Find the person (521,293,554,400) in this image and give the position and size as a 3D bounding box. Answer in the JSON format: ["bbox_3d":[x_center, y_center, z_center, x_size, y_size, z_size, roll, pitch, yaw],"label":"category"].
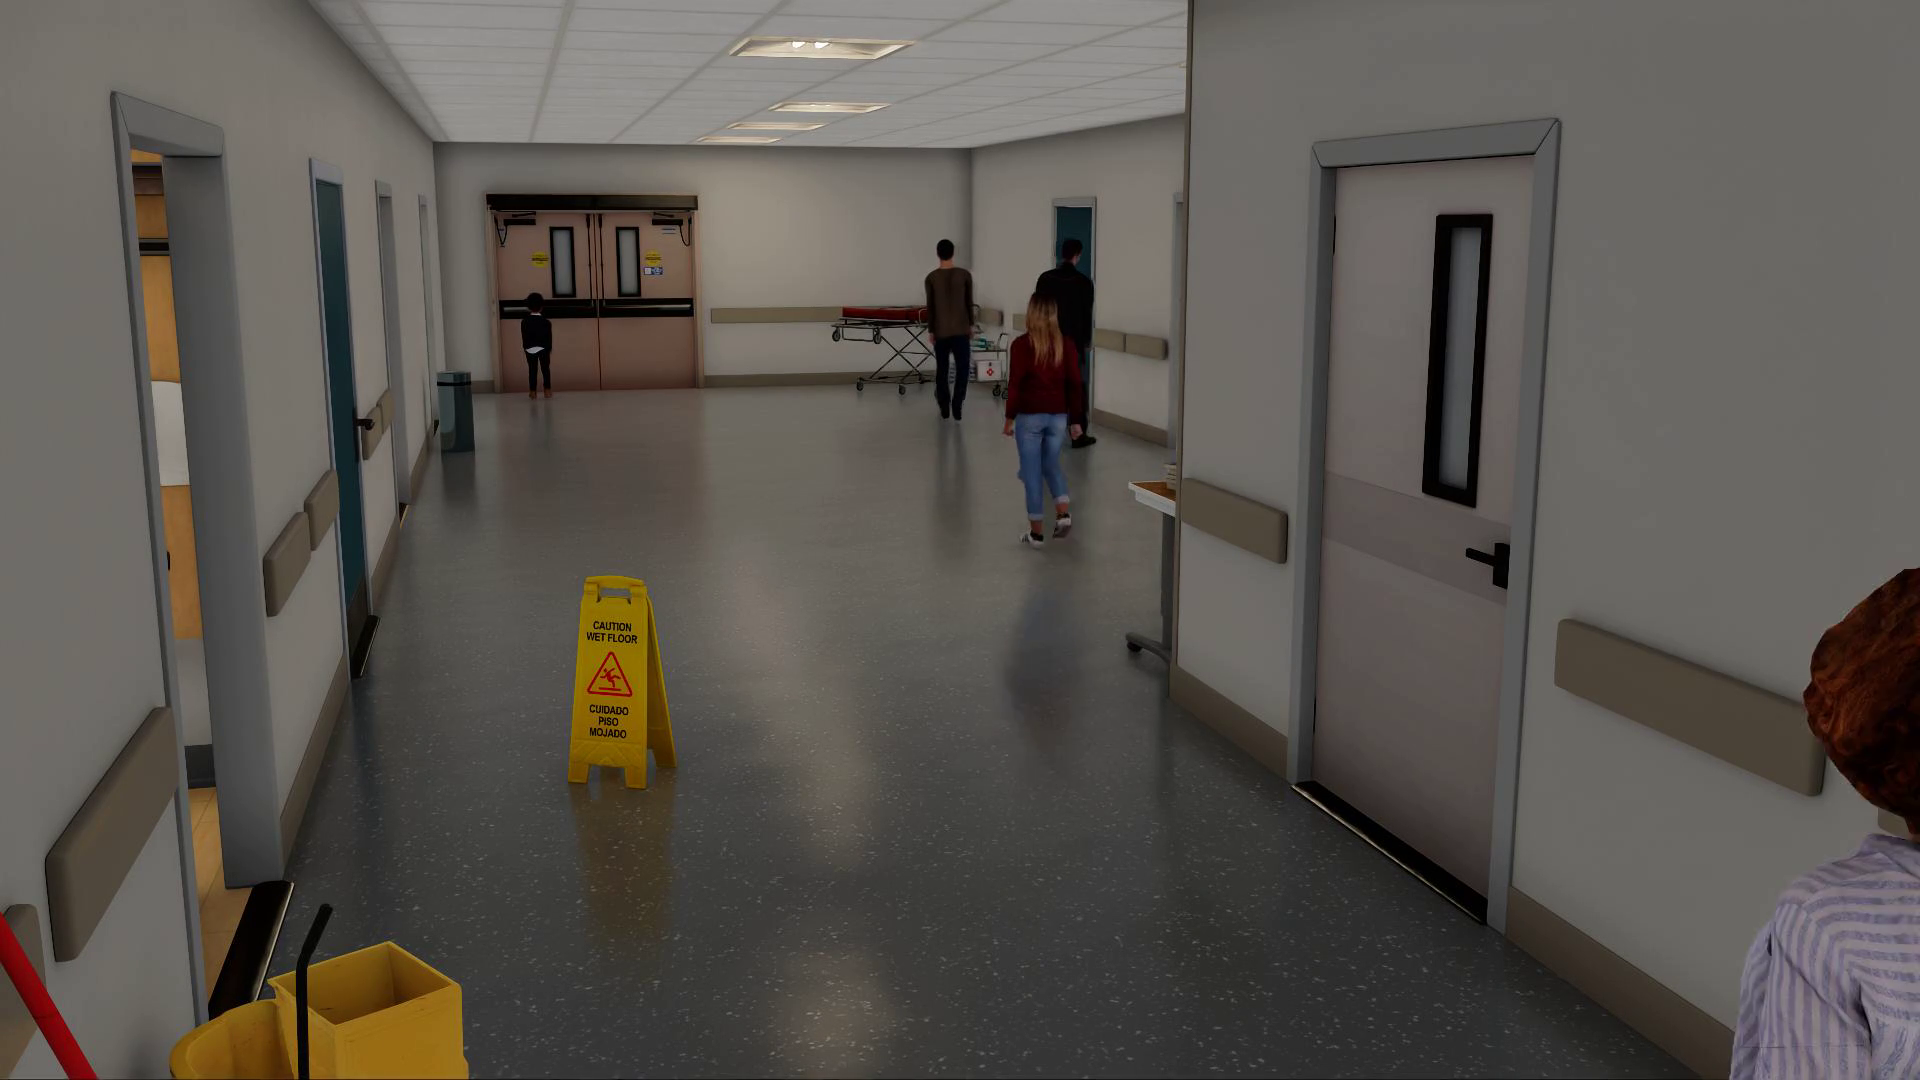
[{"bbox_3d":[-4.951,-2.281,19.493,0.503,1.227,0.499,-2,11,-13],"label":"person"}]

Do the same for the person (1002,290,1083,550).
[{"bbox_3d":[0.559,-0.743,10.439,0.666,1.621,0.682,-5,12,-27],"label":"person"}]

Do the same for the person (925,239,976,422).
[{"bbox_3d":[-0.079,-2.146,17.184,0.921,1.863,1.184,1,11,4],"label":"person"}]

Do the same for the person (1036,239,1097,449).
[{"bbox_3d":[0.934,-1.812,15.304,0.824,1.906,0.816,1,11,6],"label":"person"}]
